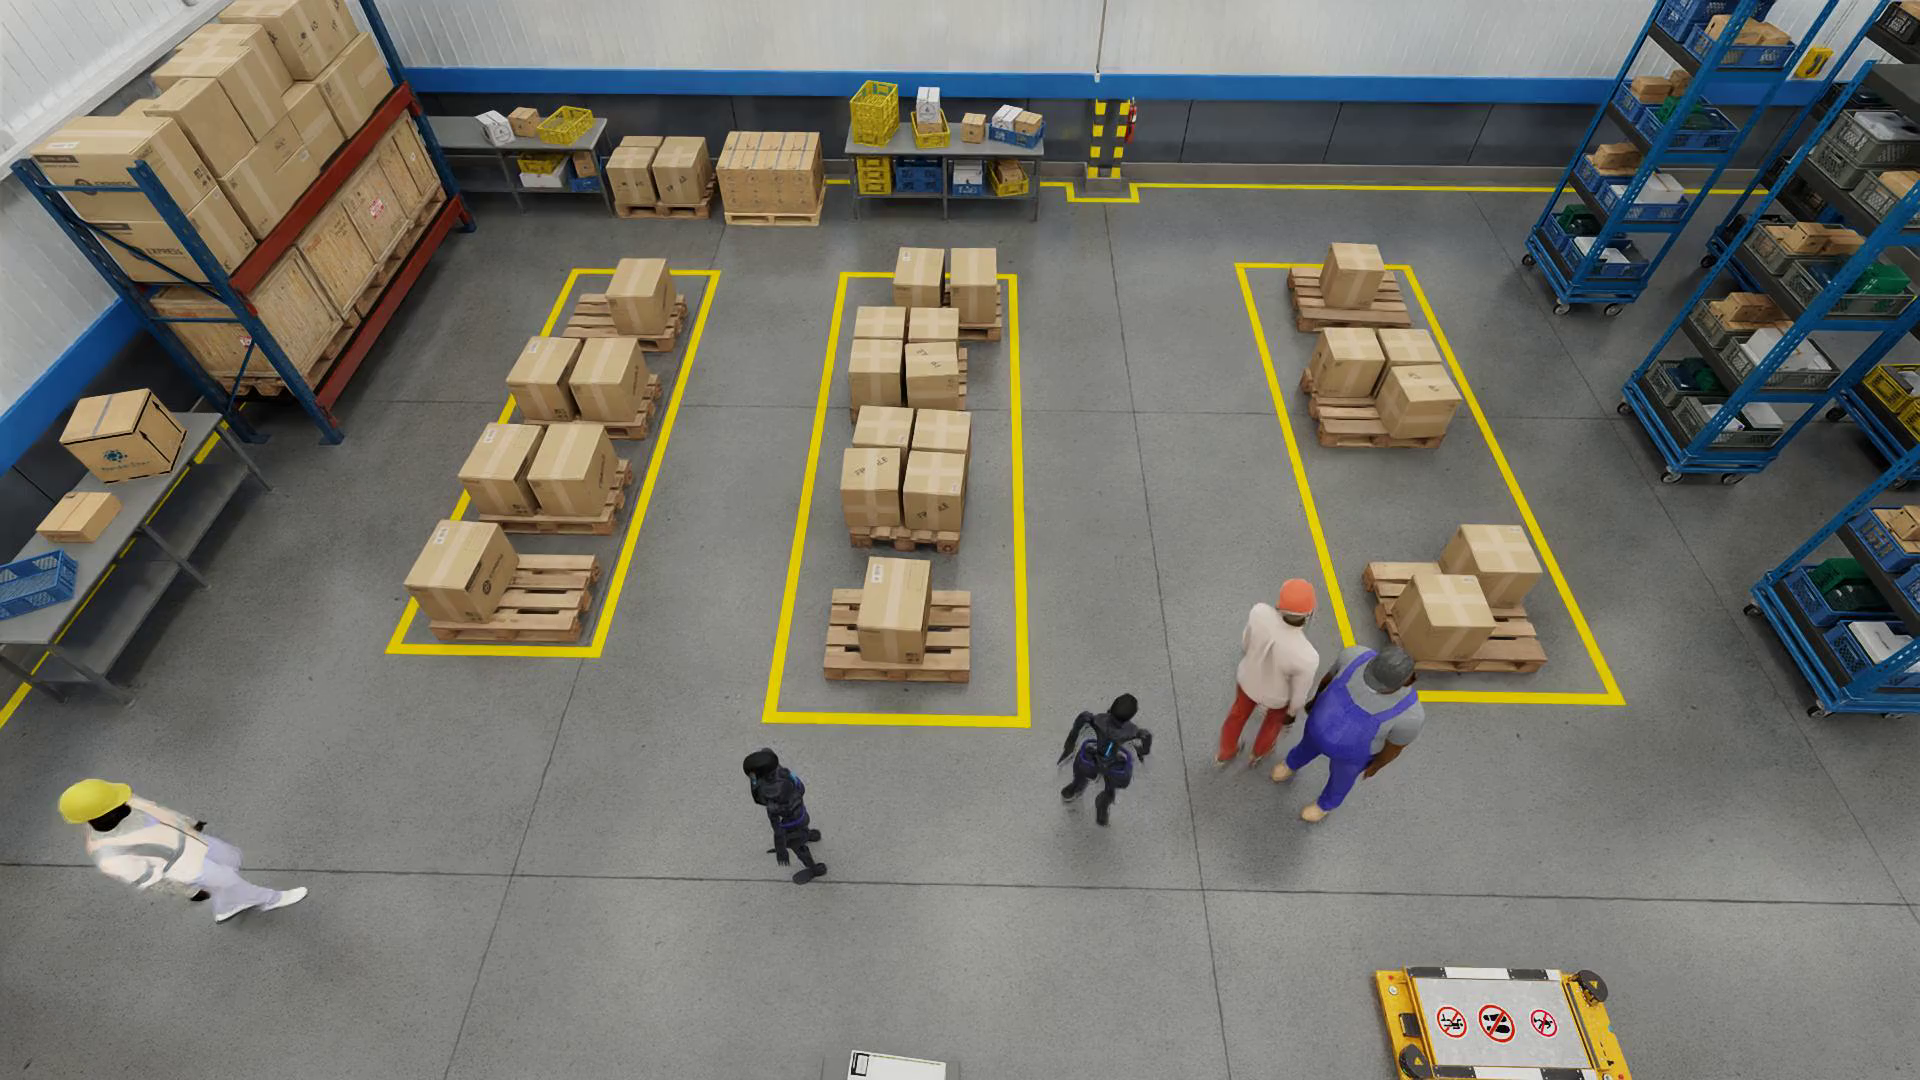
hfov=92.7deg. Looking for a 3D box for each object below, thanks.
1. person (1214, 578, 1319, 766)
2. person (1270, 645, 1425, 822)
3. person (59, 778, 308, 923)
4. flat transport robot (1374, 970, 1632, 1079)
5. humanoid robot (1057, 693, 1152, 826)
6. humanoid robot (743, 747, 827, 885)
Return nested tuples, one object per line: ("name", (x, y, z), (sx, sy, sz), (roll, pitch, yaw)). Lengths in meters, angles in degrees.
("person", (2.221, 0.994, 6.588), (0.637, 1.953, 0.644), (-32, 58, -23))
("person", (2.627, 1.310, 6.276), (0.535, 2.000, 0.681), (-21, 54, -16))
("person", (-4.929, 1.999, 5.795), (0.512, 1.915, 0.595), (-26, 55, -20))
("flat transport robot", (3.501, 3.133, 5.914), (1.431, 0.197, 0.652), (1, 51, 1))
("humanoid robot", (1.001, 1.480, 6.369), (0.573, 1.639, 0.429), (16, 53, 13))
("humanoid robot", (-1.161, 1.819, 6.094), (0.331, 1.651, 0.569), (-12, 52, -9))
